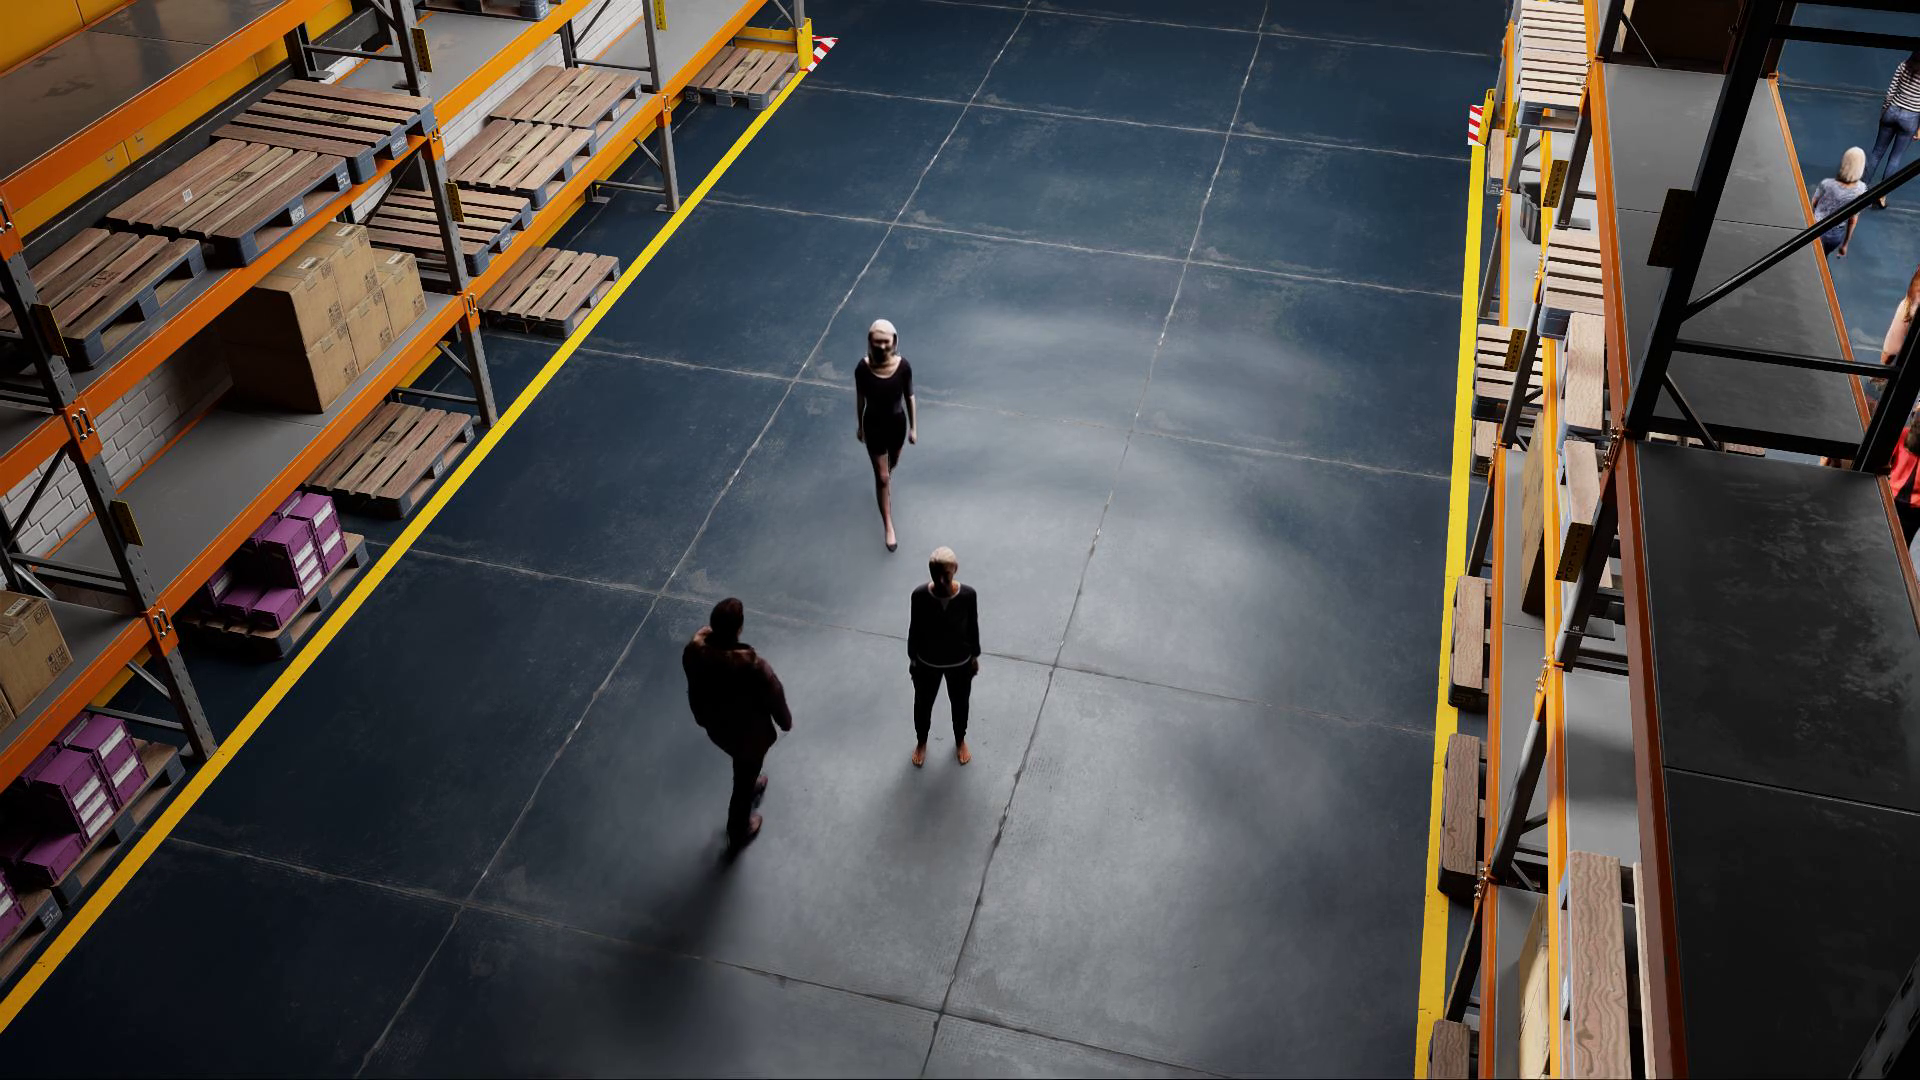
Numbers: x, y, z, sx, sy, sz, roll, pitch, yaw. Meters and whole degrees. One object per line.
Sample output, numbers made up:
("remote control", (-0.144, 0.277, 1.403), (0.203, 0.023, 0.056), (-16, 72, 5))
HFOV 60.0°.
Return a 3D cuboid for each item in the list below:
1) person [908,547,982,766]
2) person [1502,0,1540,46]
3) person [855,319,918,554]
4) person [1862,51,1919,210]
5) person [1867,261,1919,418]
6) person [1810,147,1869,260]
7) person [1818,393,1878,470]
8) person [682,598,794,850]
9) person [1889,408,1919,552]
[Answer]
("person", (-0.102, 0.726, 10.569), (0.675, 1.726, 0.627), (-2, 39, -3))
("person", (6.610, -6.286, 19.299), (0.955, 1.788, 1.029), (-14, 41, -17))
("person", (-0.565, -0.879, 12.526), (0.926, 1.791, 1.220), (-6, 39, -8))
("person", (9.412, -4.181, 16.658), (0.705, 1.795, 0.666), (-24, 44, -27))
("person", (8.017, -1.858, 13.740), (0.759, 1.806, 1.133), (1, 39, 1))
("person", (7.701, -2.635, 14.817), (0.735, 1.677, 1.189), (3, 39, 3))
("person", (6.154, -0.208, 11.699), (0.872, 1.775, 1.055), (-10, 40, -12))
("person", (-1.371, 1.156, 9.949), (0.877, 1.827, 0.928), (23, 44, 26))
("person", (6.706, -0.289, 11.865), (0.631, 1.695, 0.593), (17, 42, 20))
